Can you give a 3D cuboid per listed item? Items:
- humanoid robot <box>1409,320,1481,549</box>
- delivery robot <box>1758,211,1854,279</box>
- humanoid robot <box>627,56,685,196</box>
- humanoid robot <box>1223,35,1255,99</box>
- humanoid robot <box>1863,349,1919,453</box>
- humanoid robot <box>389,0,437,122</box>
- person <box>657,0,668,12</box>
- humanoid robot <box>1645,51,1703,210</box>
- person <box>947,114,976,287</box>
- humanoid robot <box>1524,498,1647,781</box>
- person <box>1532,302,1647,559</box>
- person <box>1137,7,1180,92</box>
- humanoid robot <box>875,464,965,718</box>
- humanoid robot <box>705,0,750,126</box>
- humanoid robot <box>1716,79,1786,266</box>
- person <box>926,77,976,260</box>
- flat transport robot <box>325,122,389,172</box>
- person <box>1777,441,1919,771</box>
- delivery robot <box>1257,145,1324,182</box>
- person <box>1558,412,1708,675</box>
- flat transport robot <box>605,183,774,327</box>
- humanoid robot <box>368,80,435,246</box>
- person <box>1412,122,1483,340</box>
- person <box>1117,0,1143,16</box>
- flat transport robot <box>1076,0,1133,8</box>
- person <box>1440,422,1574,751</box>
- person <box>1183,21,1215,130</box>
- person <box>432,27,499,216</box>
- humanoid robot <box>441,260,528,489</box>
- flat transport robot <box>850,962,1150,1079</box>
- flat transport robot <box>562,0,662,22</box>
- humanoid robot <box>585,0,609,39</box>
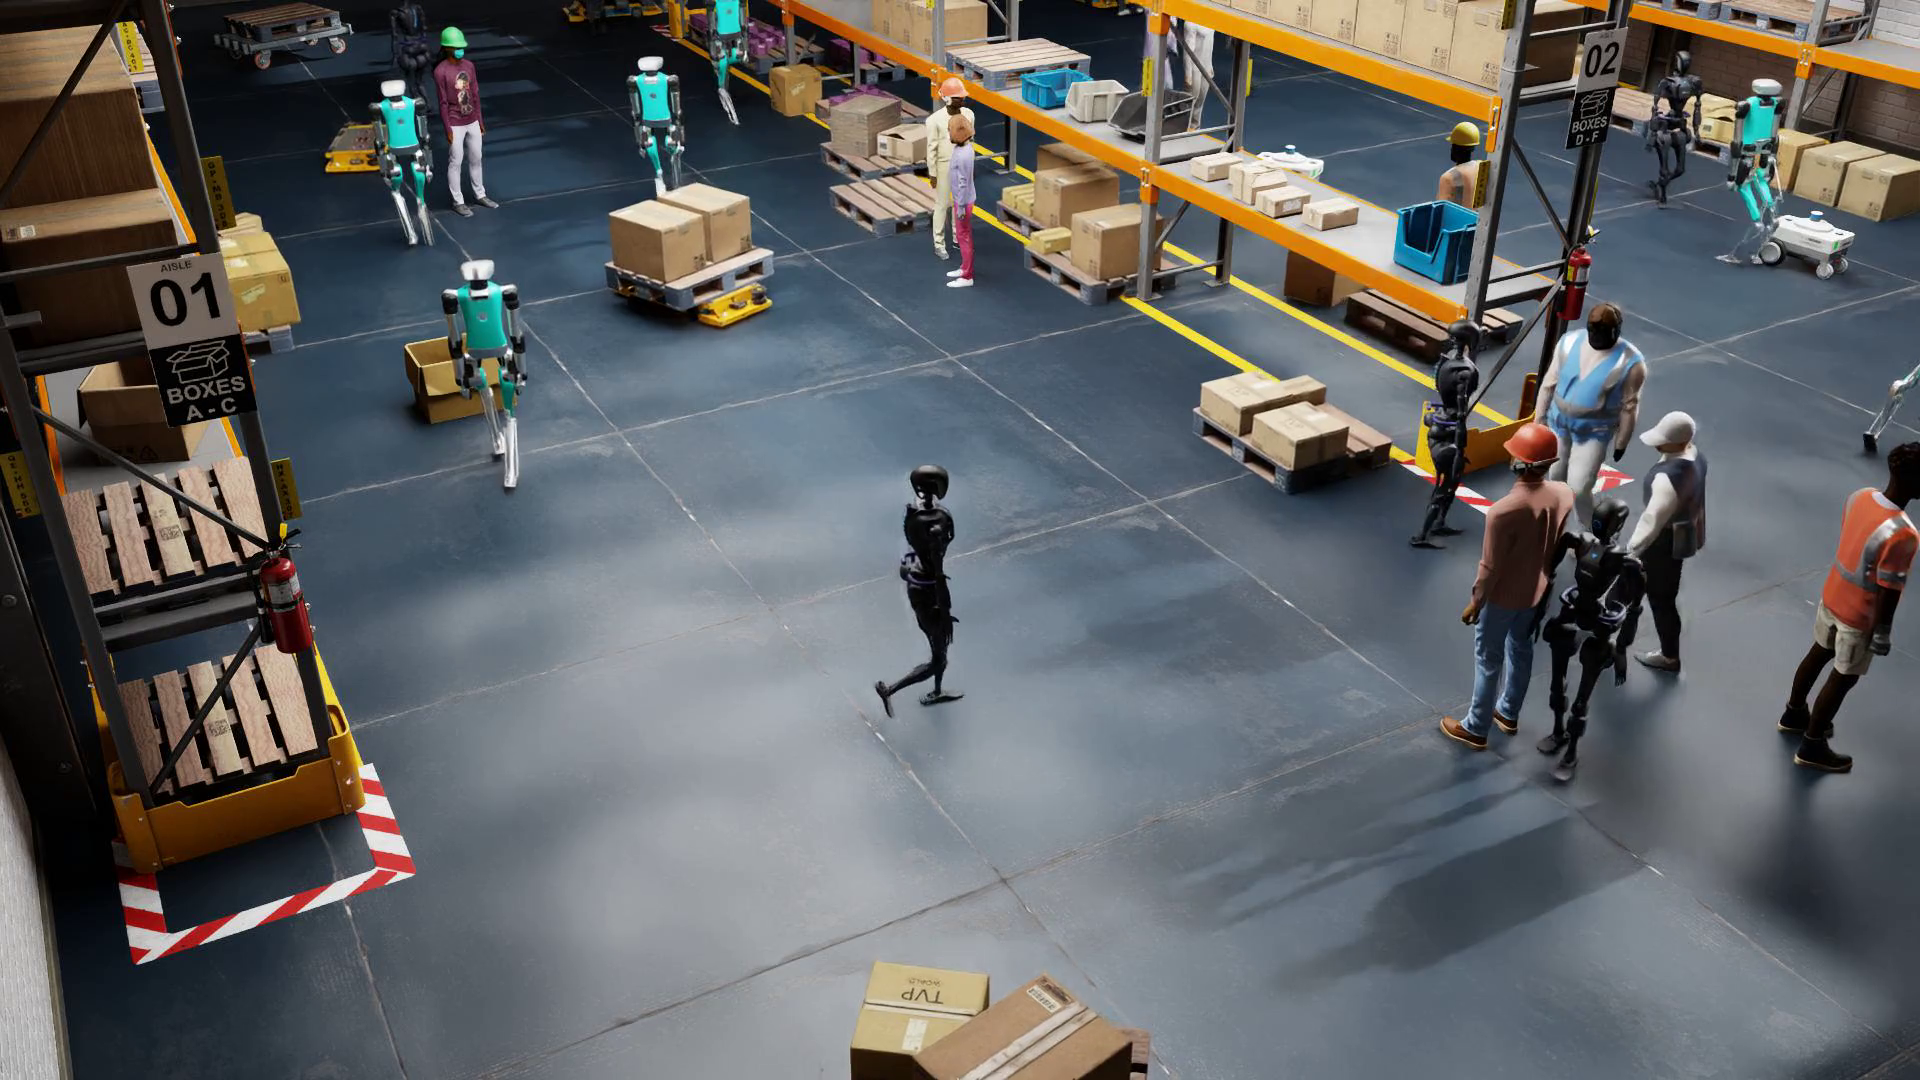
[{"bbox_3d":[3.336,-0.702,11.215,0.413,1.648,0.589,2,30,3],"label":"humanoid robot"},{"bbox_3d":[8.242,-2.895,16.175,0.499,0.607,0.808,-20,36,-31],"label":"delivery robot"},{"bbox_3d":[-3.096,-4.230,17.361,0.532,1.772,1.018,-1,30,-1],"label":"humanoid robot"},{"bbox_3d":[3.622,-6.497,21.313,0.352,1.644,0.583,20,36,31],"label":"humanoid robot"},{"bbox_3d":[7.288,-1.417,12.424,0.950,1.771,0.539,-9,31,-15],"label":"humanoid robot"},{"bbox_3d":[-6.720,-5.953,20.358,0.325,1.655,0.607,17,34,27],"label":"humanoid robot"},{"bbox_3d":[-4.611,-9.056,25.688,0.400,1.745,0.586,-8,31,-13],"label":"person"},{"bbox_3d":[7.534,-4.350,17.586,0.592,1.632,0.485,-4,30,-7],"label":"humanoid robot"},{"bbox_3d":[0.012,-3.174,15.574,0.277,1.628,0.503,-1,30,-1],"label":"person"},{"bbox_3d":[3.382,0.513,9.100,0.445,1.647,0.608,-26,39,-37],"label":"humanoid robot"},{"bbox_3d":[4.148,-0.733,11.119,0.451,1.828,0.640,-22,37,-33],"label":"person"},{"bbox_3d":[2.513,-5.888,20.059,0.945,1.859,0.655,9,31,15],"label":"person"},{"bbox_3d":[-0.235,0.280,9.517,0.528,1.644,0.597,-7,31,-12],"label":"humanoid robot"},{"bbox_3d":[-2.946,-6.085,20.577,0.530,1.779,1.012,-14,33,-22],"label":"humanoid robot"},{"bbox_3d":[7.719,-3.481,15.969,0.541,1.751,0.755,-10,31,-16],"label":"humanoid robot"},{"bbox_3d":[-0.071,-3.636,16.242,0.571,1.755,0.320,-21,36,-32],"label":"person"},{"bbox_3d":[-6.940,-4.581,19.385,0.659,0.231,1.431,-4,30,-7],"label":"flat transport robot"},{"bbox_3d":[4.935,0.349,9.116,0.381,1.958,0.599,2,30,4],"label":"person"},{"bbox_3d":[3.523,-3.974,18.060,0.786,0.614,0.514,14,33,23],"label":"delivery robot"},{"bbox_3d":[4.116,-0.033,10.022,0.876,1.705,0.788,20,35,30],"label":"person"},{"bbox_3d":[-2.485,-2.311,15.432,1.431,0.231,0.659,22,36,33],"label":"flat transport robot"},{"bbox_3d":[-5.476,-3.644,16.417,0.530,1.888,0.801,-13,32,-21],"label":"humanoid robot"},{"bbox_3d":[4.242,-2.640,14.341,0.584,1.927,0.365,-22,36,-33],"label":"person"},{"bbox_3d":[2.600,-8.912,25.370,0.609,1.816,0.465,8,31,13],"label":"person"},{"bbox_3d":[2.065,-8.762,26.662,0.659,0.231,1.431,-23,37,-34],"label":"flat transport robot"},{"bbox_3d":[3.044,0.266,9.218,0.607,1.994,0.375,-18,34,-28],"label":"person"},{"bbox_3d":[2.768,-5.497,19.345,0.341,1.897,0.580,20,36,31],"label":"person"},{"bbox_3d":[-5.190,-4.366,17.338,0.436,1.942,0.487,21,36,32],"label":"person"},{"bbox_3d":[-3.446,-1.297,12.231,0.534,1.762,1.013,-7,31,-12],"label":"humanoid robot"},{"bbox_3d":[0.154,2.545,6.979,0.659,0.231,1.431,5,30,8],"label":"flat transport robot"},{"bbox_3d":[-5.391,-8.235,25.746,1.431,0.231,0.659,-12,32,-19],"label":"flat transport robot"},{"bbox_3d":[-5.379,-8.186,24.263,0.609,1.624,0.524,-4,30,-6],"label":"humanoid robot"}]
